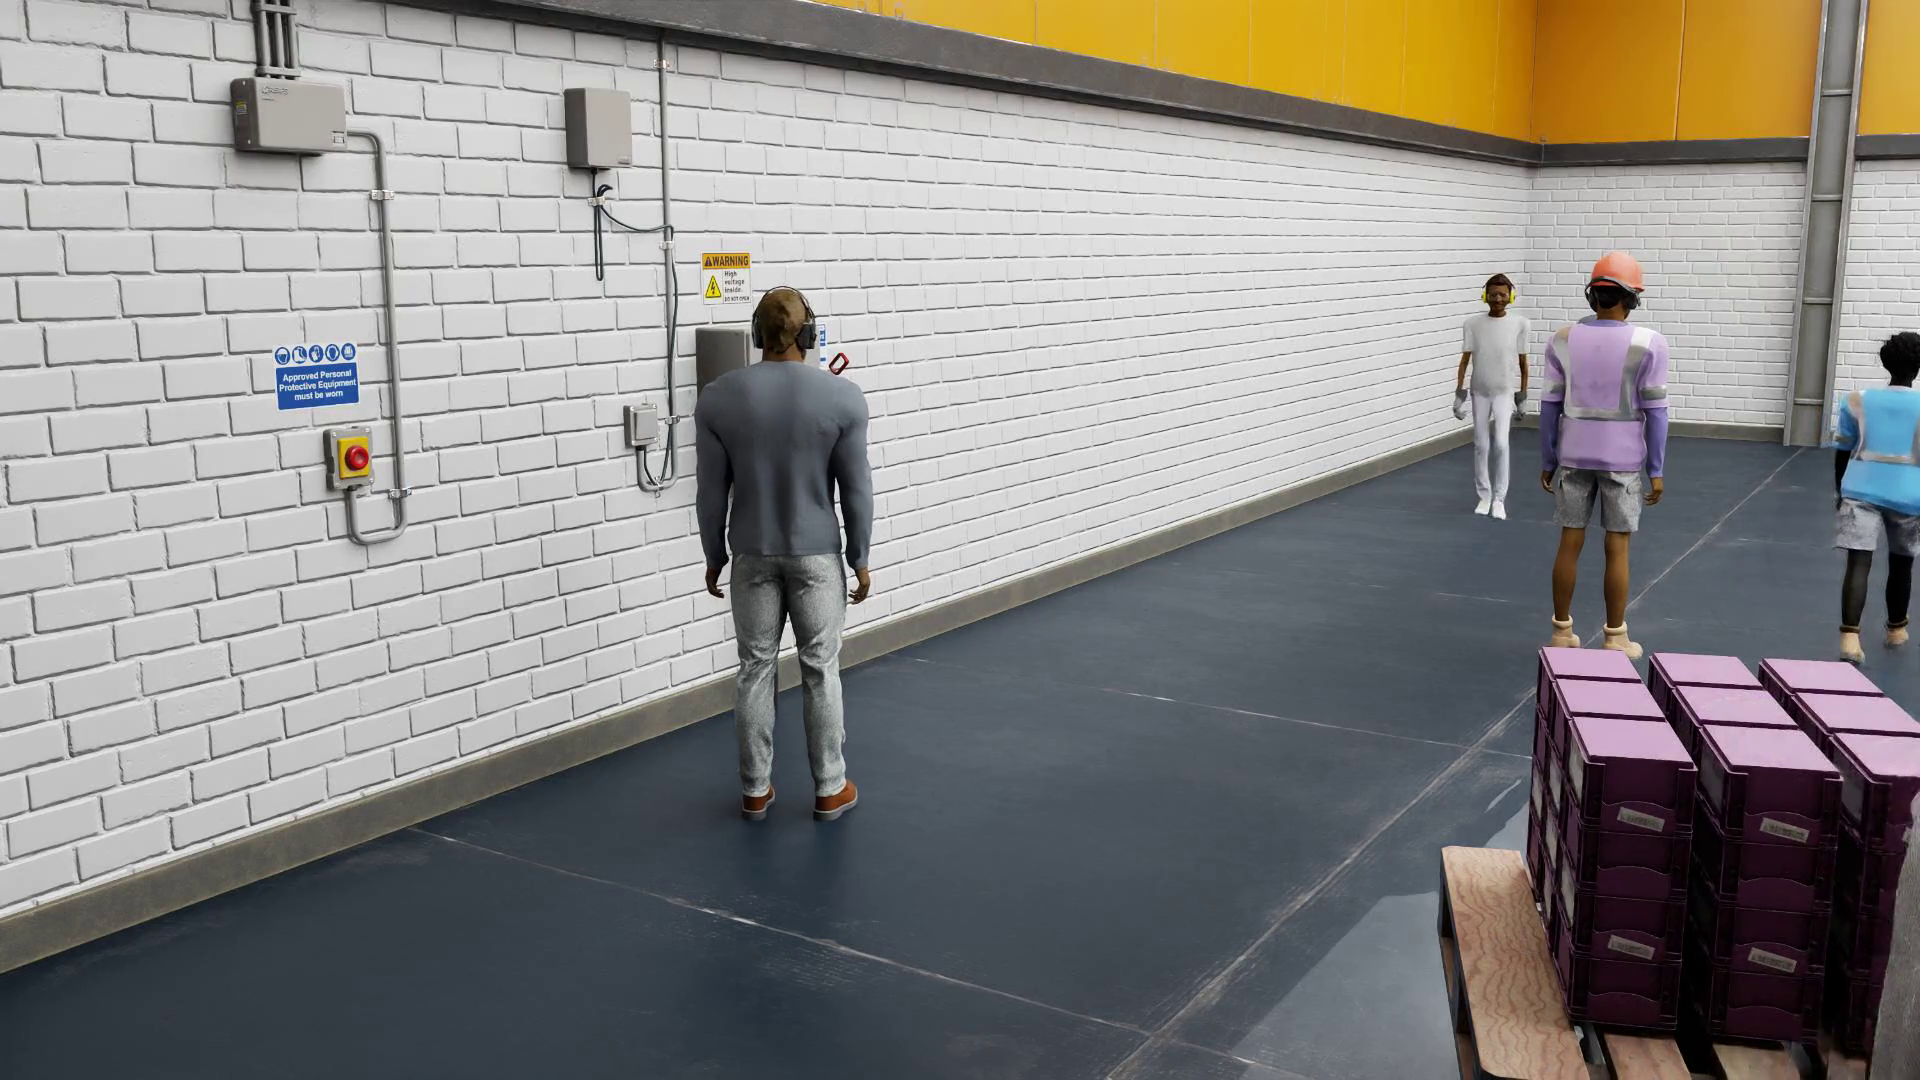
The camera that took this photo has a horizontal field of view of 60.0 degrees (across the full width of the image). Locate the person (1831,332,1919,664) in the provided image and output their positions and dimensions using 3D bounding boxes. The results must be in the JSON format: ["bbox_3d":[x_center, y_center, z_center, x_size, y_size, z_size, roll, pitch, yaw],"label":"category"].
[{"bbox_3d":[4.633,-0.214,8.333,0.540,1.652,0.875,7,13,36],"label":"person"}]

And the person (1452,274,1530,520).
[{"bbox_3d":[3.996,-1.074,12.579,0.513,1.846,0.713,5,11,26],"label":"person"}]

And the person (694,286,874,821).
[{"bbox_3d":[-0.625,0.062,6.011,0.638,1.936,0.356,1,10,4],"label":"person"}]

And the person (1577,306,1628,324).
[{"bbox_3d":[6.289,-1.651,16.347,0.501,1.632,0.285,8,13,38],"label":"person"}]

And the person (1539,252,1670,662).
[{"bbox_3d":[3.205,-0.401,8.287,0.615,2.040,0.381,8,13,39],"label":"person"}]

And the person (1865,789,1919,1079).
[{"bbox_3d":[1.246,0.876,1.893,0.981,1.796,0.564,4,11,20],"label":"person"}]
